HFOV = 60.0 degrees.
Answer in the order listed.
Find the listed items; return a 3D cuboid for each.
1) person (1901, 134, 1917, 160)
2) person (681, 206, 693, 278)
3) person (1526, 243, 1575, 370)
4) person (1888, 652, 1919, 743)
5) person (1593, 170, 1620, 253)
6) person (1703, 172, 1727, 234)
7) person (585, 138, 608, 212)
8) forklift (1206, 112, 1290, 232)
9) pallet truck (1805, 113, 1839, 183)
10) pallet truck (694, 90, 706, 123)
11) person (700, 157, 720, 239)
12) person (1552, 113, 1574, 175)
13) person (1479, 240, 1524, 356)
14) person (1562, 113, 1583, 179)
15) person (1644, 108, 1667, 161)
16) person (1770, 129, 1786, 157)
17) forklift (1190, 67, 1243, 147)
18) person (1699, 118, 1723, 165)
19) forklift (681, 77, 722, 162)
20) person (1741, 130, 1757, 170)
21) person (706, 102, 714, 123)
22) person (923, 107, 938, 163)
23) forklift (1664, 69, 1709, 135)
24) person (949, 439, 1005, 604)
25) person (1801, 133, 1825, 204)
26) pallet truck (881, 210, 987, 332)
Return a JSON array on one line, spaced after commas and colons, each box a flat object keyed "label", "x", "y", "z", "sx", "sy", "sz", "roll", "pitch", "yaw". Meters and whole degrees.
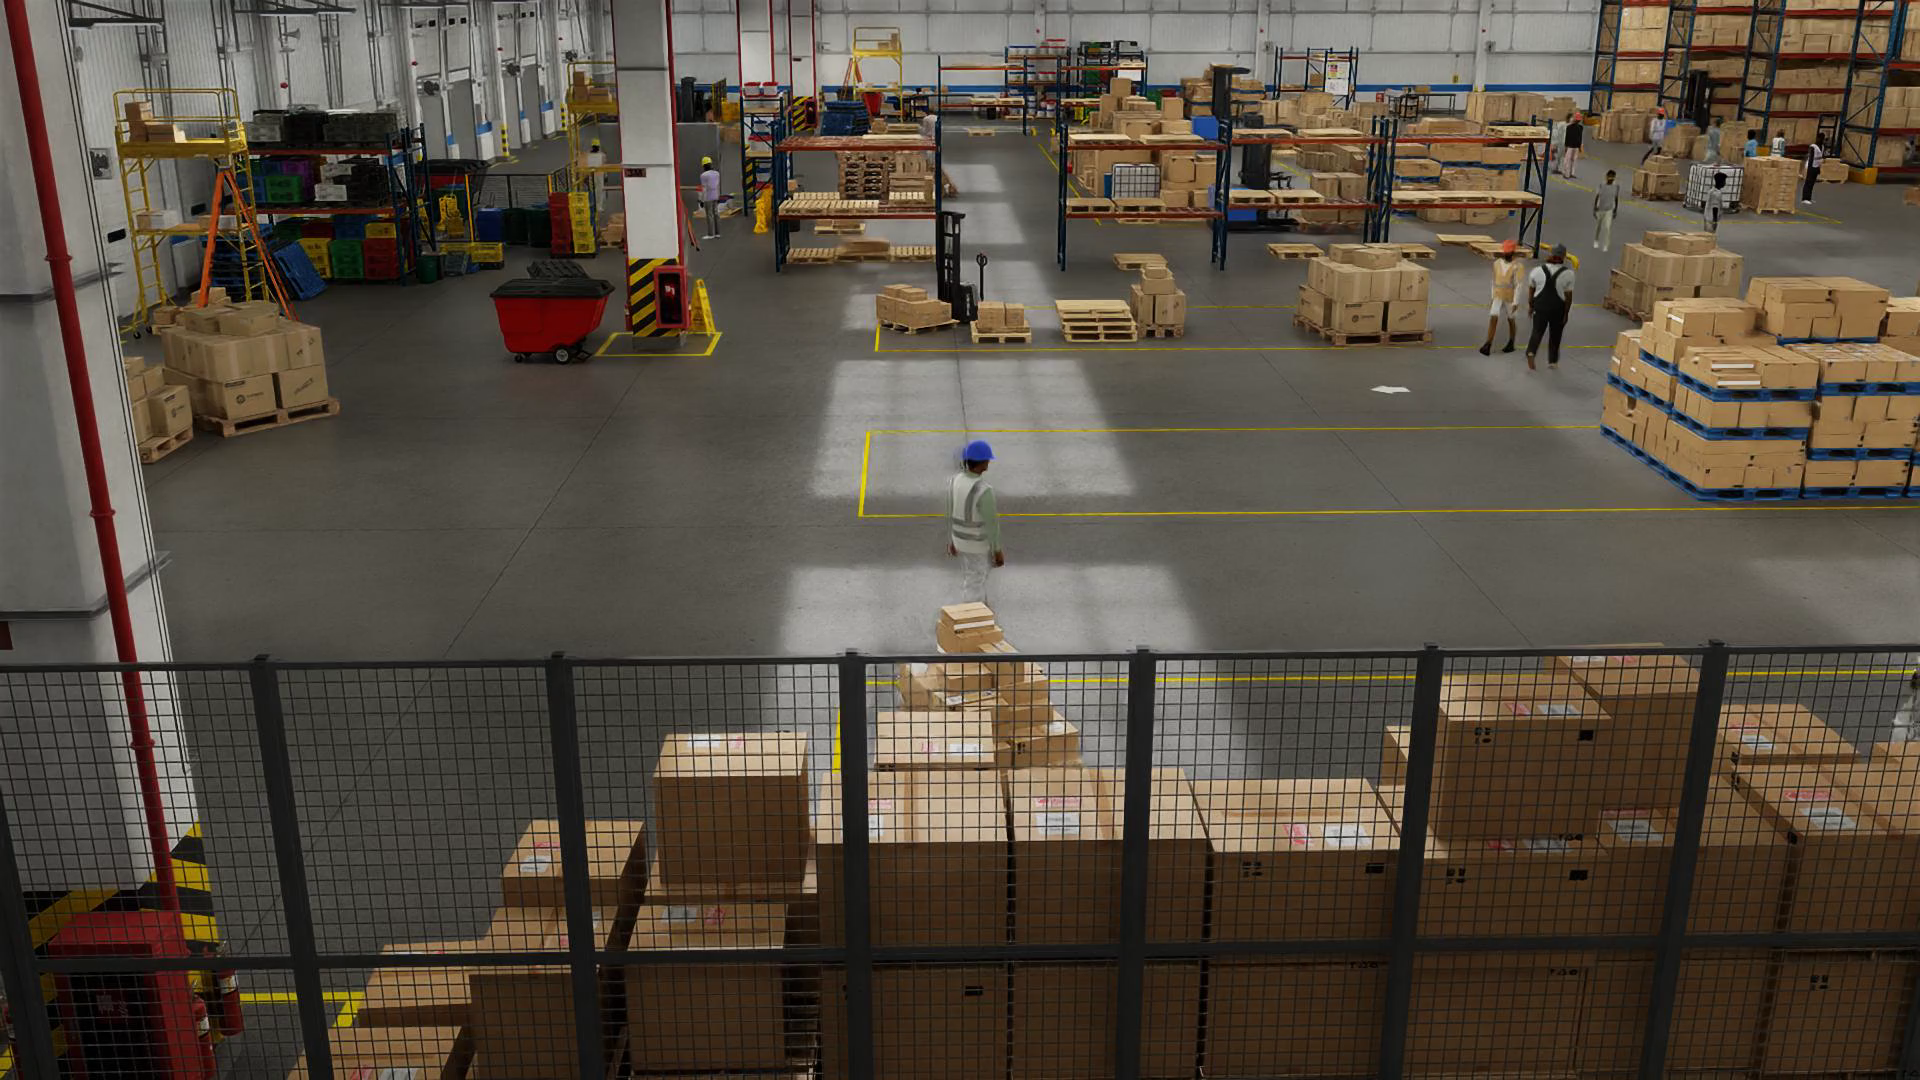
[{"label": "person", "x": 31.013, "y": -13.069, "z": 54.267, "sx": 0.648, "sy": 1.818, "sz": 0.655, "roll": -2, "pitch": 19, "yaw": -7}, {"label": "person", "x": -5.865, "y": -6.203, "z": 33.926, "sx": 0.632, "sy": 1.816, "sz": 0.817, "roll": 12, "pitch": 22, "yaw": 33}, {"label": "person", "x": 9.203, "y": -3.649, "z": 25.989, "sx": 0.687, "sy": 2.000, "sz": 0.844, "roll": 12, "pitch": 22, "yaw": 31}, {"label": "person", "x": 7.139, "y": 1.040, "z": 12.358, "sx": 0.792, "sy": 1.851, "sz": 0.596, "roll": 11, "pitch": 22, "yaw": 30}, {"label": "person", "x": 14.625, "y": -7.476, "z": 37.705, "sx": 0.523, "sy": 1.813, "sz": 1.013, "roll": 5, "pitch": 19, "yaw": 15}, {"label": "person", "x": 16.216, "y": -6.927, "z": 35.830, "sx": 0.368, "sy": 1.965, "sz": 0.609, "roll": 4, "pitch": 19, "yaw": 12}, {"label": "person", "x": -9.593, "y": -9.635, "z": 43.935, "sx": 0.614, "sy": 1.913, "sz": 0.411, "roll": -12, "pitch": 22, "yaw": -32}, {"label": "forklift", "x": 7.038, "y": -8.943, "z": 40.400, "sx": 1.873, "sy": 2.768, "sz": 1.129, "roll": -1, "pitch": 19, "yaw": -1}, {"label": "pallet truck", "x": 26.403, "y": -11.957, "z": 50.702, "sx": 0.823, "sy": 1.965, "sz": 1.885, "roll": 6, "pitch": 19, "yaw": 16}, {"label": "pallet truck", "x": -9.671, "y": -15.907, "z": 62.421, "sx": 0.823, "sy": 1.965, "sz": 1.885, "roll": 5, "pitch": 19, "yaw": 15}, {"label": "person", "x": -5.919, "y": -8.080, "z": 39.326, "sx": 0.377, "sy": 1.918, "sz": 0.585, "roll": 13, "pitch": 22, "yaw": 33}, {"label": "person", "x": 19.068, "y": -12.439, "z": 52.278, "sx": 0.650, "sy": 1.901, "sz": 0.888, "roll": -9, "pitch": 21, "yaw": -26}, {"label": "person", "x": 8.855, "y": -3.933, "z": 27.080, "sx": 0.556, "sy": 1.883, "sz": 1.008, "roll": 17, "pitch": 25, "yaw": 41}, {"label": "person", "x": 18.910, "y": -12.141, "z": 51.267, "sx": 0.609, "sy": 1.986, "sz": 0.391, "roll": -6, "pitch": 20, "yaw": -18}, {"label": "person", "x": 22.826, "y": -13.196, "z": 54.502, "sx": 0.555, "sy": 1.923, "sz": 0.724, "roll": -3, "pitch": 19, "yaw": -10}, {"label": "person", "x": 24.467, "y": -11.470, "z": 49.815, "sx": 0.312, "sy": 1.636, "sz": 0.520, "roll": -5, "pitch": 19, "yaw": -14}, {"label": "forklift", "x": 9.442, "y": -15.894, "z": 61.021, "sx": 1.873, "sy": 2.768, "sz": 1.129, "roll": -1, "pitch": 19, "yaw": -1}, {"label": "person", "x": 22.937, "y": -11.922, "z": 50.780, "sx": 1.013, "sy": 1.899, "sz": 0.643, "roll": 8, "pitch": 20, "yaw": 24}, {"label": "forklift", "x": -8.926, "y": -13.867, "z": 55.007, "sx": 1.873, "sy": 2.768, "sz": 1.129, "roll": -1, "pitch": 19, "yaw": -1}, {"label": "person", "x": 23.448, "y": -11.291, "z": 49.227, "sx": 0.536, "sy": 1.673, "sz": 0.720, "roll": -14, "pitch": 23, "yaw": -35}, {"label": "person", "x": -9.029, "y": -15.009, "z": 60.254, "sx": 0.519, "sy": 1.667, "sz": 0.549, "roll": -3, "pitch": 19, "yaw": -9}, {"label": "person", "x": -0.934, "y": -13.208, "z": 54.514, "sx": 0.627, "sy": 1.934, "sz": 0.370, "roll": -10, "pitch": 21, "yaw": -27}, {"label": "forklift", "x": 26.236, "y": -15.387, "z": 59.519, "sx": 1.873, "sy": 2.768, "sz": 1.129, "roll": -1, "pitch": 19, "yaw": -1}, {"label": "person", "x": 0.154, "y": 0.026, "z": 15.263, "sx": 0.467, "sy": 1.931, "sz": 0.630, "roll": -9, "pitch": 21, "yaw": -25}, {"label": "person", "x": 23.391, "y": -10.186, "z": 45.579, "sx": 0.587, "sy": 1.914, "sz": 0.391, "roll": -14, "pitch": 23, "yaw": -36}, {"label": "pallet truck", "x": -0.493, "y": -4.759, "z": 29.349, "sx": 1.885, "sy": 1.965, "sz": 0.823, "roll": -13, "pitch": 23, "yaw": -34}]
